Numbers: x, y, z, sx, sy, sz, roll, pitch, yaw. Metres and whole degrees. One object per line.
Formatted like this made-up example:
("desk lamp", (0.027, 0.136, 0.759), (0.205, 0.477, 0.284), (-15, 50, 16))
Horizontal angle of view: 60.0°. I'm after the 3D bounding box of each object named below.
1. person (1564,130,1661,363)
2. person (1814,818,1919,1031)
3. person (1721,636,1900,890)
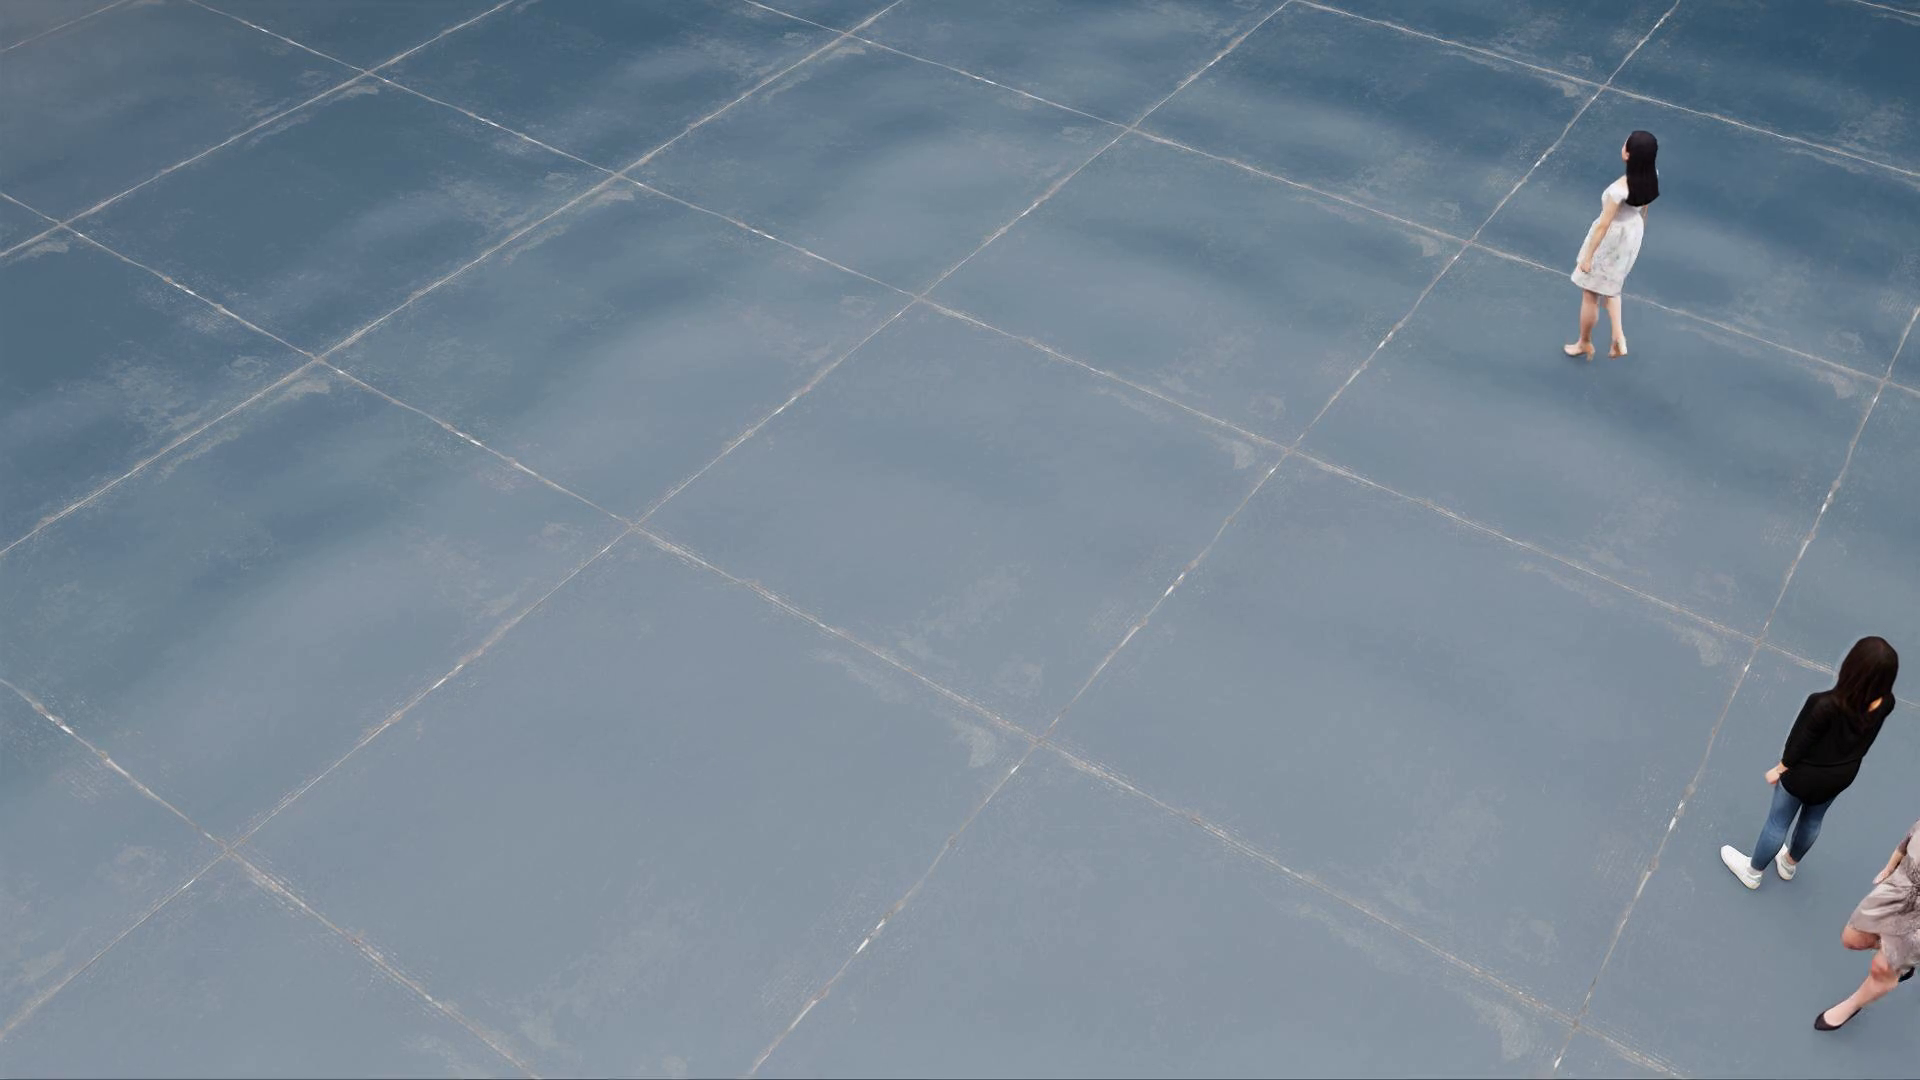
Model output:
("person", (4.339, -1.844, 10.901), (0.807, 1.762, 0.911), (-25, 48, -24))
("person", (4.218, 1.597, 7.241), (0.892, 1.727, 0.858), (-14, 45, -14))
("person", (4.064, 1.069, 7.865), (0.642, 1.647, 0.697), (-8, 44, -9))
